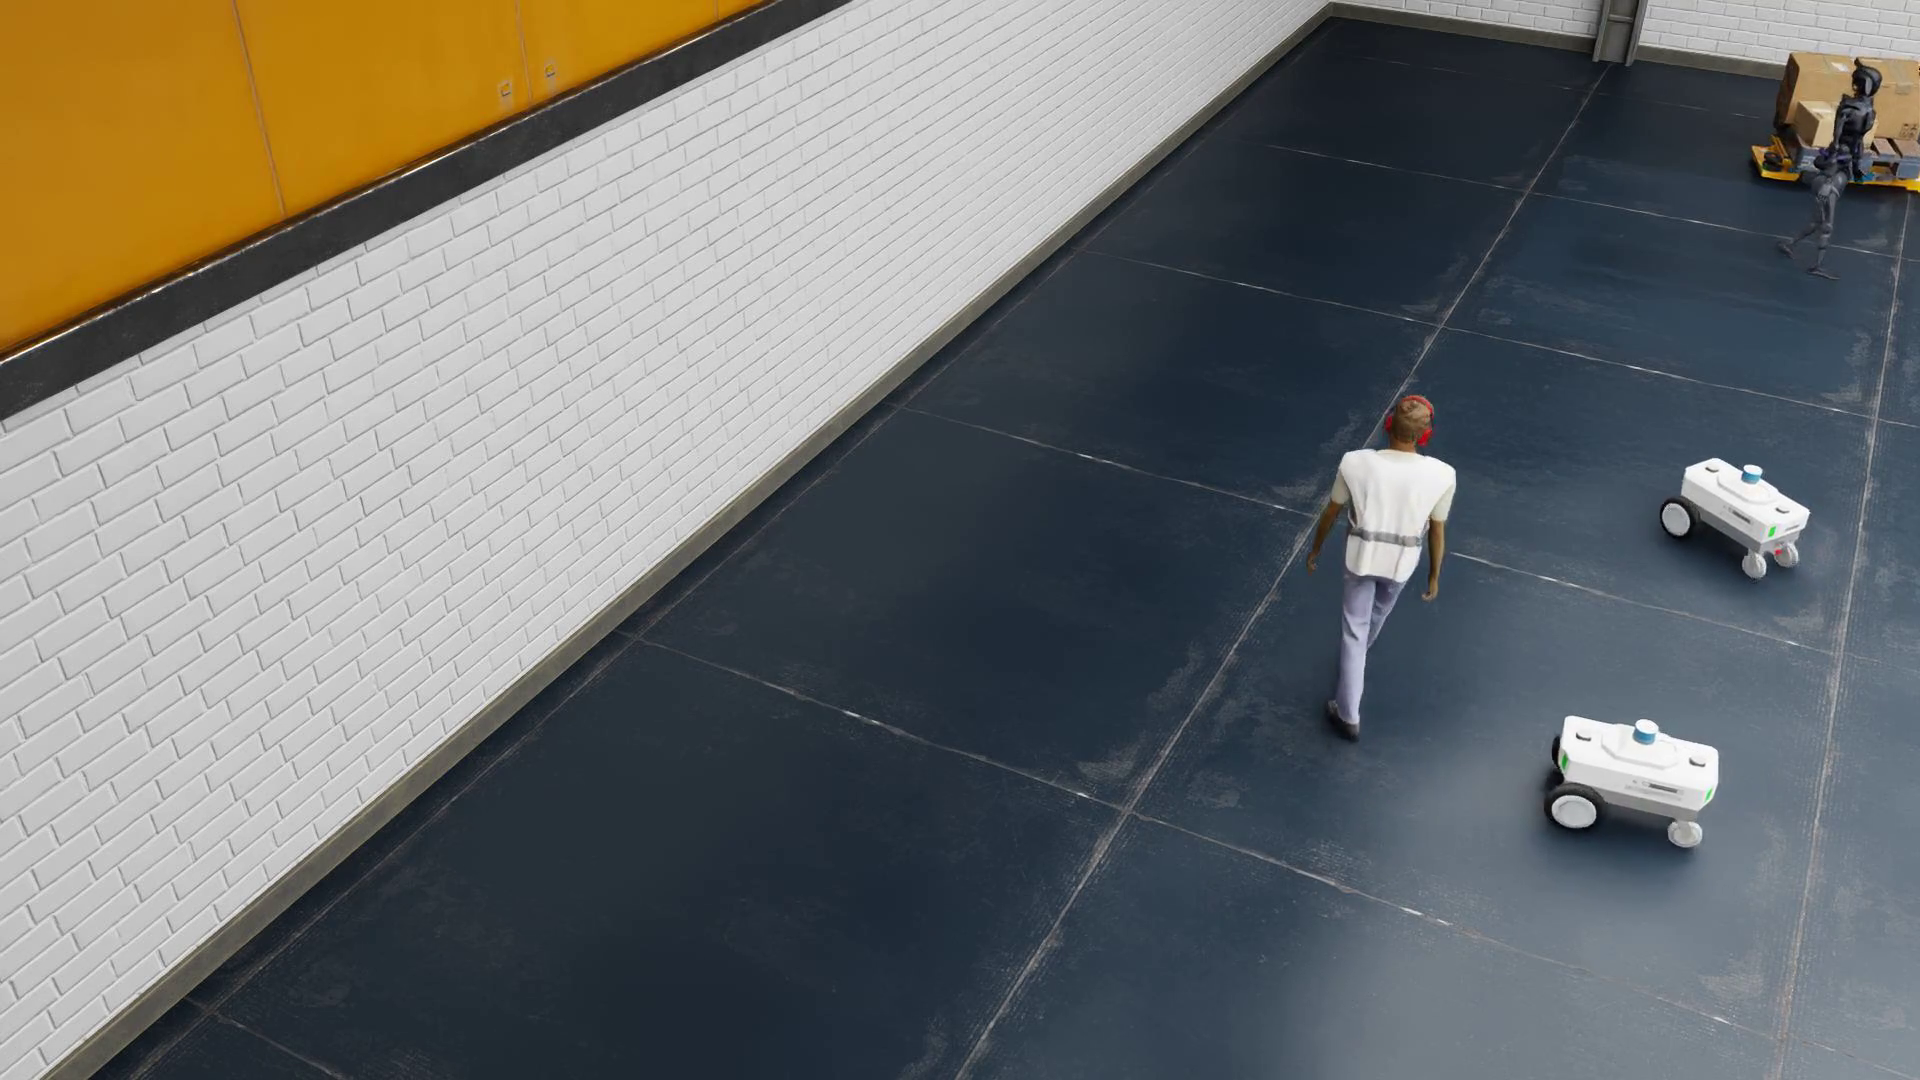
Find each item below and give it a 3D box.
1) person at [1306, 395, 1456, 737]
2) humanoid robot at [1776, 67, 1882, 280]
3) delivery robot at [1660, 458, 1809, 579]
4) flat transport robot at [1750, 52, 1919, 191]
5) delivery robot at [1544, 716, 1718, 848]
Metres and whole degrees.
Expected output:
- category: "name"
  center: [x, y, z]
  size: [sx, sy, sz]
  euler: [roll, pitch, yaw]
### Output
- category: "person"
  center: [2.115, 0.076, 8.498]
  size: [0.655, 1.781, 0.912]
  euler: [5, 34, 8]
- category: "humanoid robot"
  center: [6.897, -2.907, 13.079]
  size: [0.601, 1.657, 0.606]
  euler: [-28, 43, -35]
- category: "delivery robot"
  center: [4.673, -0.177, 9.982]
  size: [0.499, 0.592, 0.795]
  euler: [-16, 37, -23]
- category: "flat transport robot"
  center: [7.980, -3.414, 15.057]
  size: [1.431, 0.231, 0.659]
  euler: [7, 35, 11]
- category: "delivery robot"
  center: [3.231, 1.132, 8.054]
  size: [0.807, 0.613, 0.499]
  euler: [12, 36, 17]
